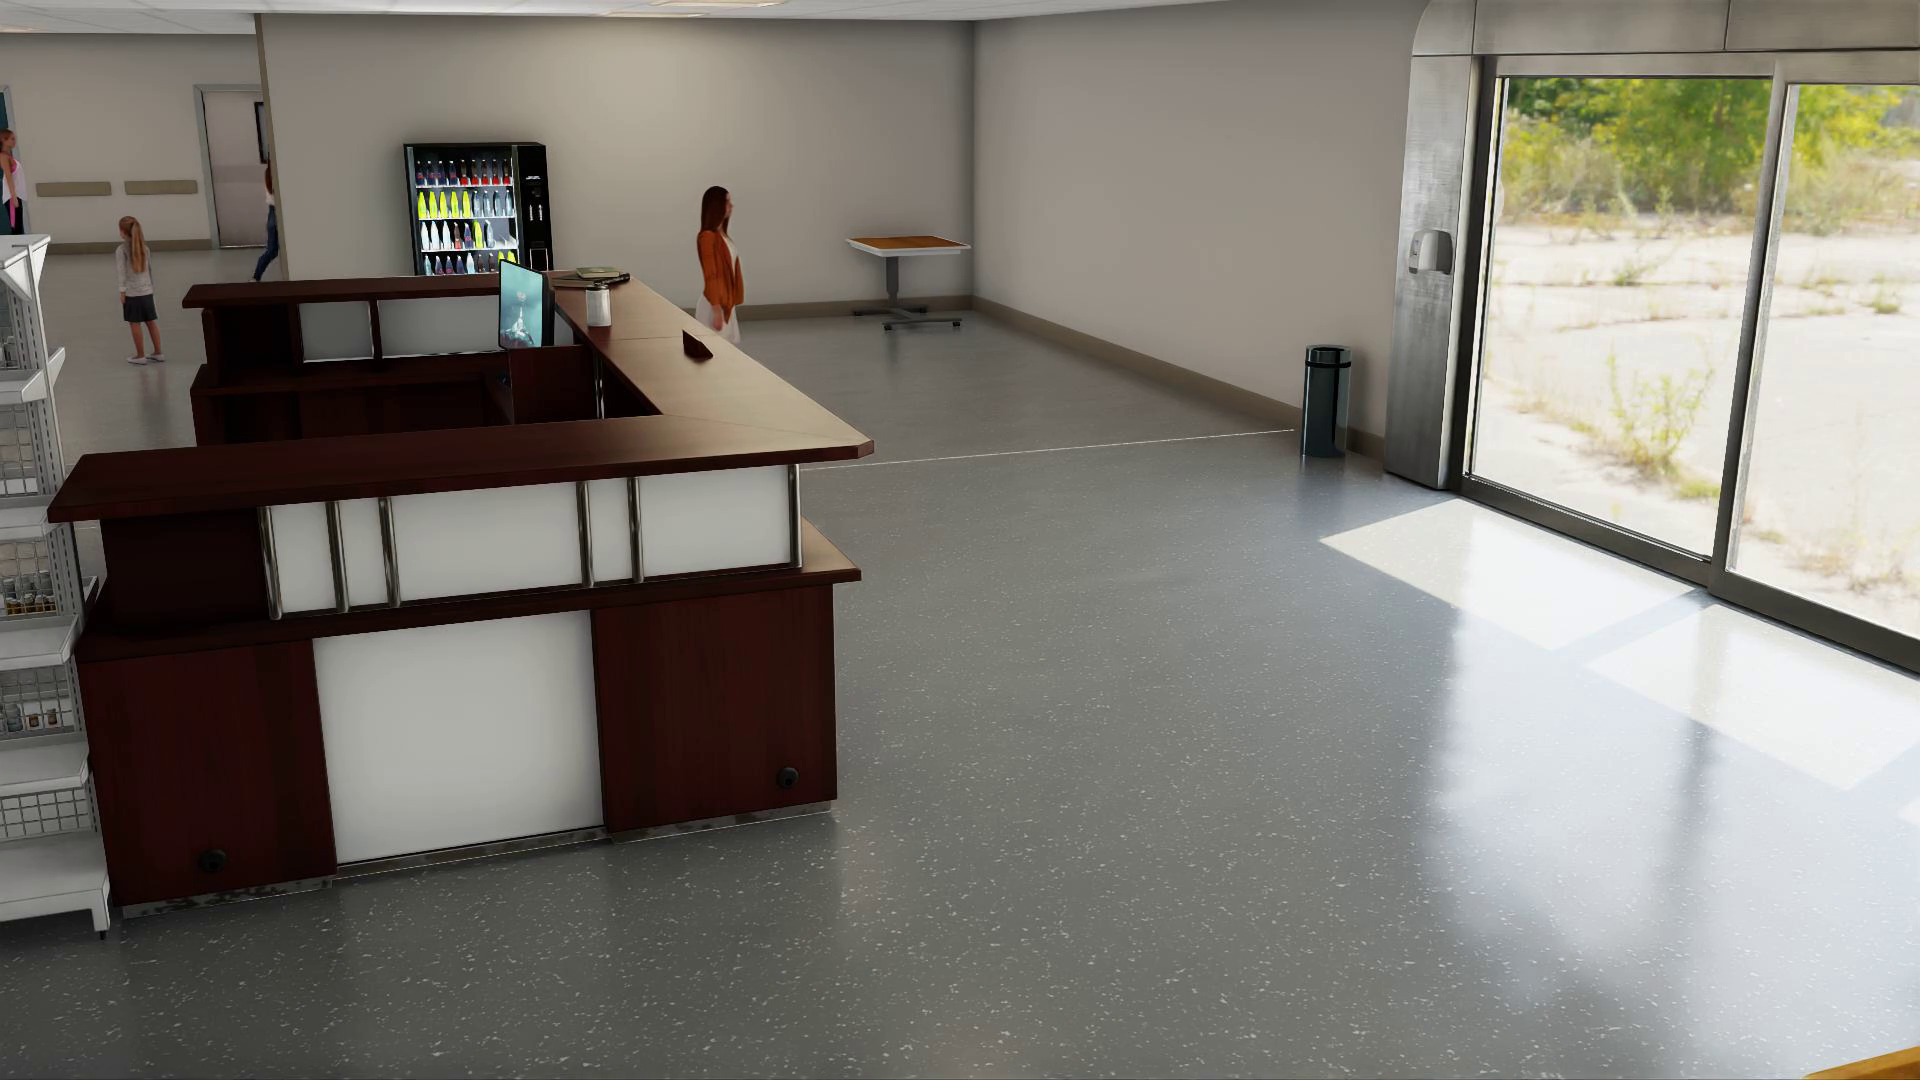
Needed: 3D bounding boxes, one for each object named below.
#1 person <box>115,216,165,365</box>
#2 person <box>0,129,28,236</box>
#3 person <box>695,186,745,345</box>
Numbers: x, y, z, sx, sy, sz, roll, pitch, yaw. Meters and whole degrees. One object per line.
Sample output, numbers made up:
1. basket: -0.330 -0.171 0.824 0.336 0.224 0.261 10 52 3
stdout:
1. person: -7.205 -2.193 14.567 0.655 1.275 0.598 6 17 21
2. person: -12.086 -4.331 21.216 0.537 1.789 0.615 -7 17 -24
3. person: -1.731 -1.635 11.775 0.675 1.723 0.682 0 16 0
